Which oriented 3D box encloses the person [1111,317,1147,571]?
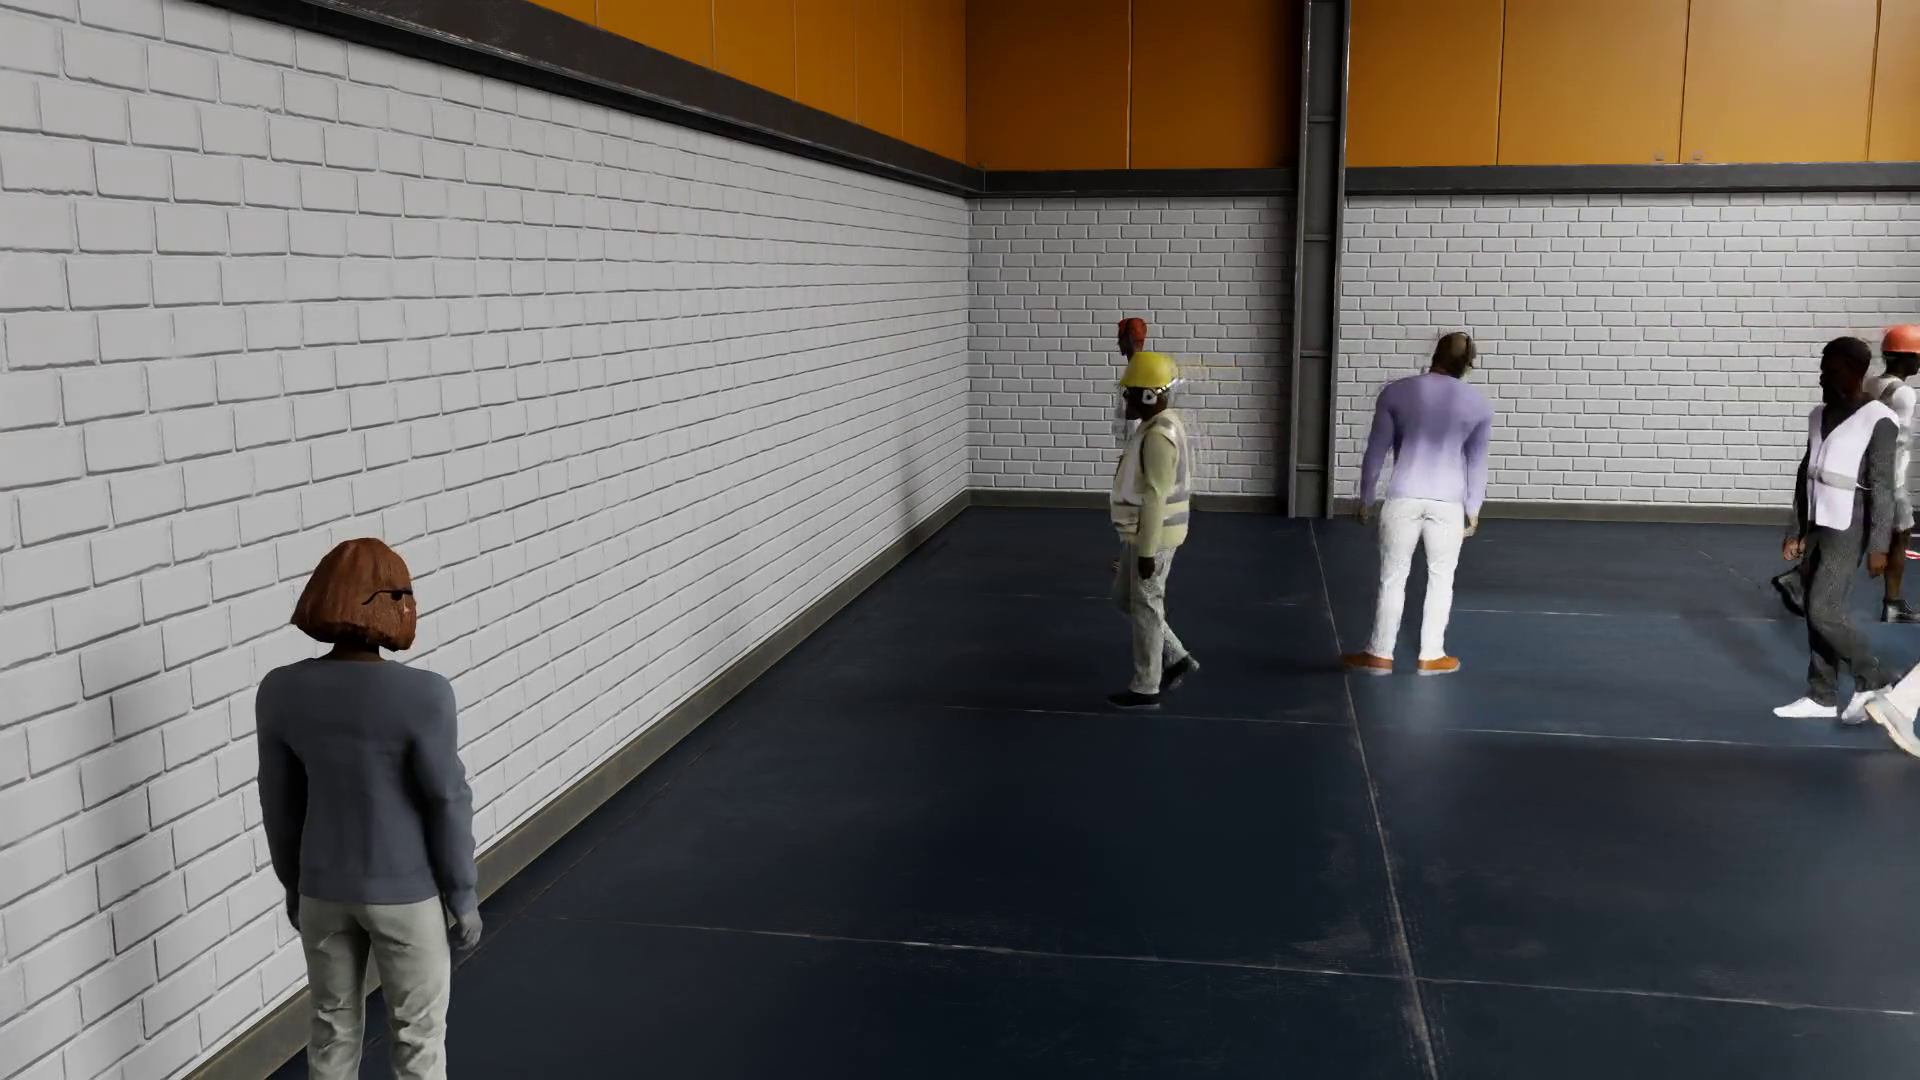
[{"bbox_3d":[1.302,-0.703,12.332,0.346,1.881,0.578,2,9,14],"label":"person"}]

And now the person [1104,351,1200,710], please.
[{"bbox_3d":[0.946,-0.034,8.363,0.414,1.822,0.615,1,9,6],"label":"person"}]

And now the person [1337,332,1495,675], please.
[{"bbox_3d":[2.498,-0.190,9.155,0.797,1.899,0.396,2,9,12],"label":"person"}]

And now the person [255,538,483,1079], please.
[{"bbox_3d":[-1.316,0.804,3.752,0.497,1.633,0.279,2,9,12],"label":"person"}]

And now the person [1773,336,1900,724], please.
[{"bbox_3d":[4.302,-0.039,8.154,0.434,1.902,0.605,0,9,-1],"label":"person"}]

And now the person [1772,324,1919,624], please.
[{"bbox_3d":[5.672,-0.405,10.462,0.886,1.907,0.551,0,9,3],"label":"person"}]

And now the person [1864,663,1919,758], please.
[{"bbox_3d":[4.616,0.065,7.361,0.897,1.959,0.620,2,9,13],"label":"person"}]
